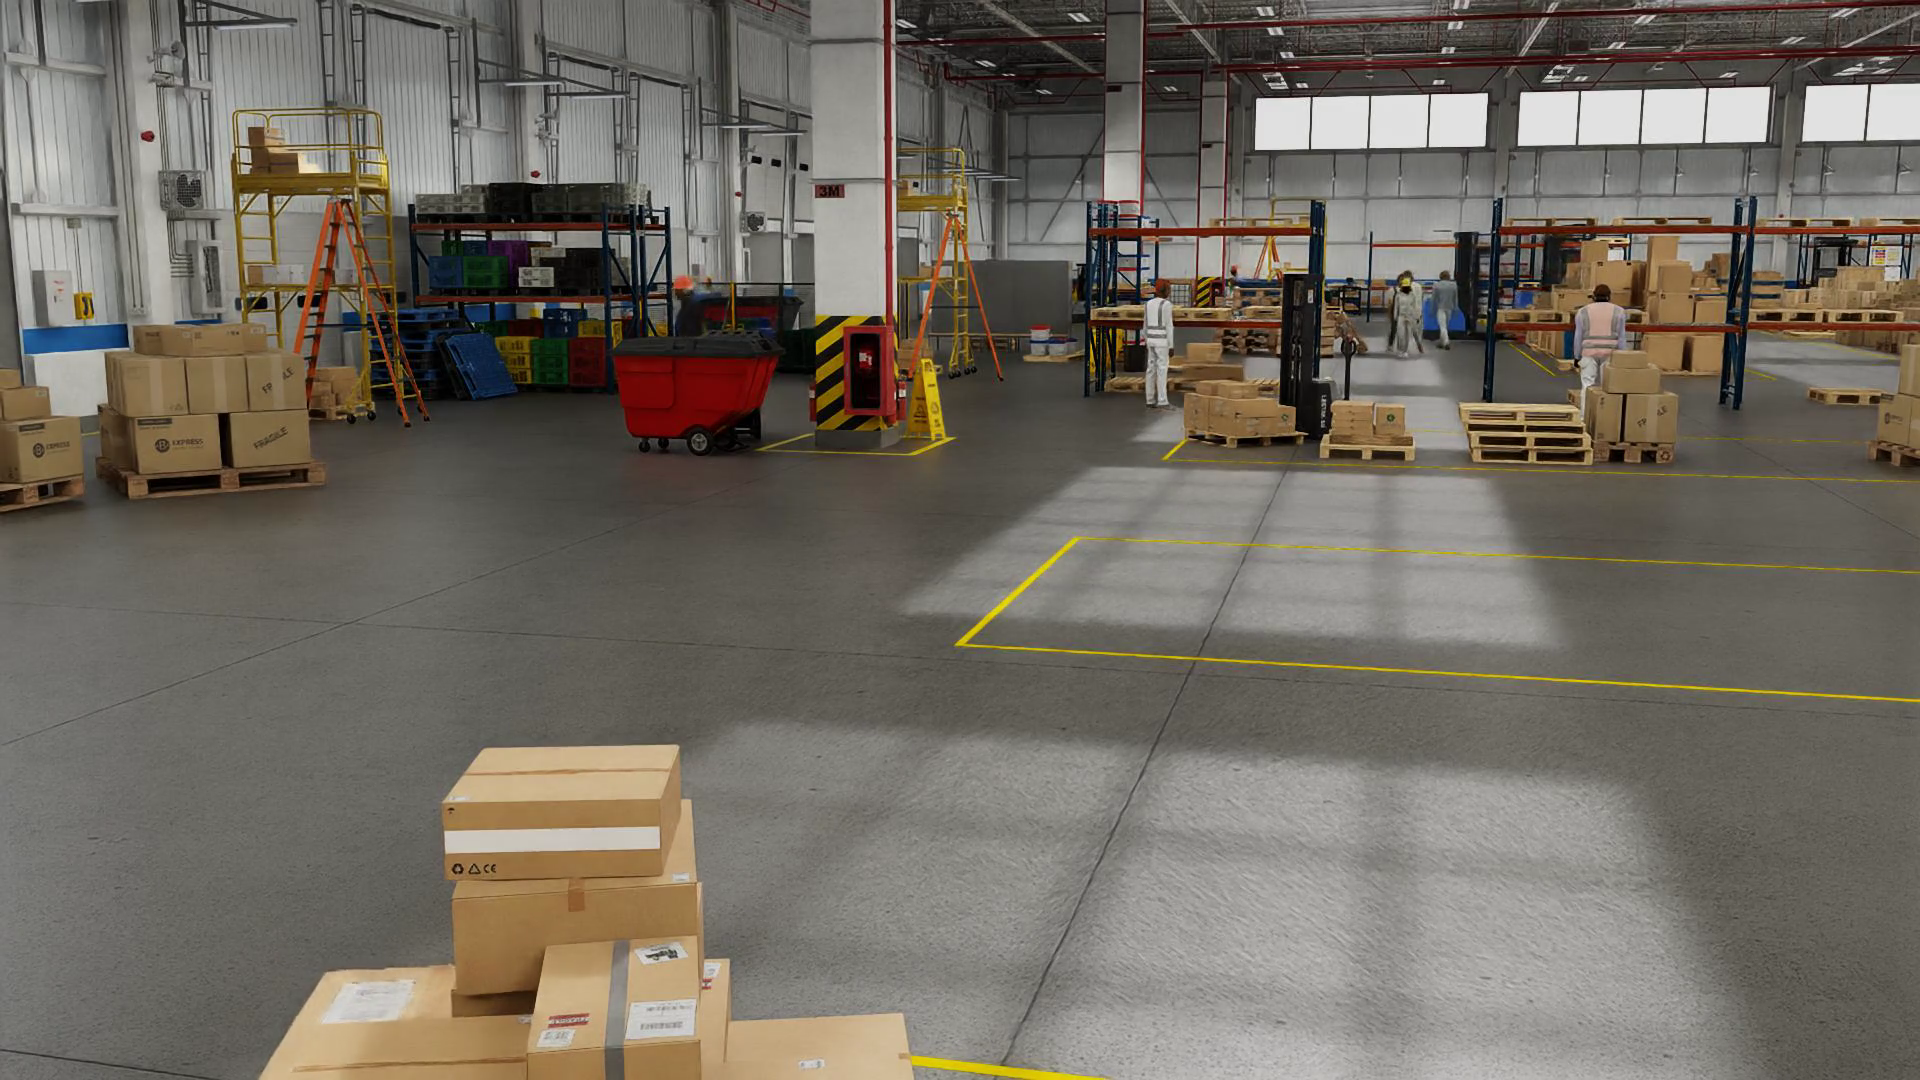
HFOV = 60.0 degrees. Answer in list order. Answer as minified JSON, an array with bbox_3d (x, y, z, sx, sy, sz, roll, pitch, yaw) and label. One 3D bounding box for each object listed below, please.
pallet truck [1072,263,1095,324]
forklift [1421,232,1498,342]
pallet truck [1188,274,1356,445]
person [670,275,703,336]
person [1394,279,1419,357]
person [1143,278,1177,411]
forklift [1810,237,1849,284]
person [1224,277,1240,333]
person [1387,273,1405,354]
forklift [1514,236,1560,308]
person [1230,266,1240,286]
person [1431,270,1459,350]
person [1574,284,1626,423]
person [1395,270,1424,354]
[{"bbox_3d":[4.325,-8.180,55.162,0.823,1.965,1.885,6,11,31],"label":"pallet truck"},{"bbox_3d":[12.943,-6.537,42.896,1.873,2.768,1.129,2,10,14],"label":"forklift"},{"bbox_3d":[3.653,-2.138,19.590,1.885,1.965,0.823,-4,10,-20],"label":"pallet truck"},{"bbox_3d":[-3.579,-2.611,22.537,0.986,1.955,0.619,-4,10,-22],"label":"person"},{"bbox_3d":[9.742,-4.823,36.256,0.500,1.705,0.860,0,10,2],"label":"person"},{"bbox_3d":[2.838,-2.770,23.633,0.355,1.887,0.573,-6,11,-32],"label":"person"},{"bbox_3d":[27.372,-8.164,52.473,1.129,2.768,1.873,2,10,14],"label":"forklift"},{"bbox_3d":[7.497,-6.408,45.774,0.512,1.642,0.311,7,12,37],"label":"person"},{"bbox_3d":[9.888,-5.094,37.465,0.525,1.831,0.438,-1,10,-6],"label":"person"},{"bbox_3d":[18.427,-8.095,52.067,1.873,2.768,1.129,1,10,7],"label":"forklift"},{"bbox_3d":[9.680,-8.703,58.576,0.993,1.889,0.564,-1,10,-8],"label":"person"},{"bbox_3d":[11.512,-5.457,39.456,0.630,1.902,0.967,-1,10,-6],"label":"person"},{"bbox_3d":[8.202,-2.356,21.348,0.621,1.839,0.429,4,10,21],"label":"person"},{"bbox_3d":[10.171,-5.139,37.571,0.660,1.908,0.791,8,12,39],"label":"person"}]
